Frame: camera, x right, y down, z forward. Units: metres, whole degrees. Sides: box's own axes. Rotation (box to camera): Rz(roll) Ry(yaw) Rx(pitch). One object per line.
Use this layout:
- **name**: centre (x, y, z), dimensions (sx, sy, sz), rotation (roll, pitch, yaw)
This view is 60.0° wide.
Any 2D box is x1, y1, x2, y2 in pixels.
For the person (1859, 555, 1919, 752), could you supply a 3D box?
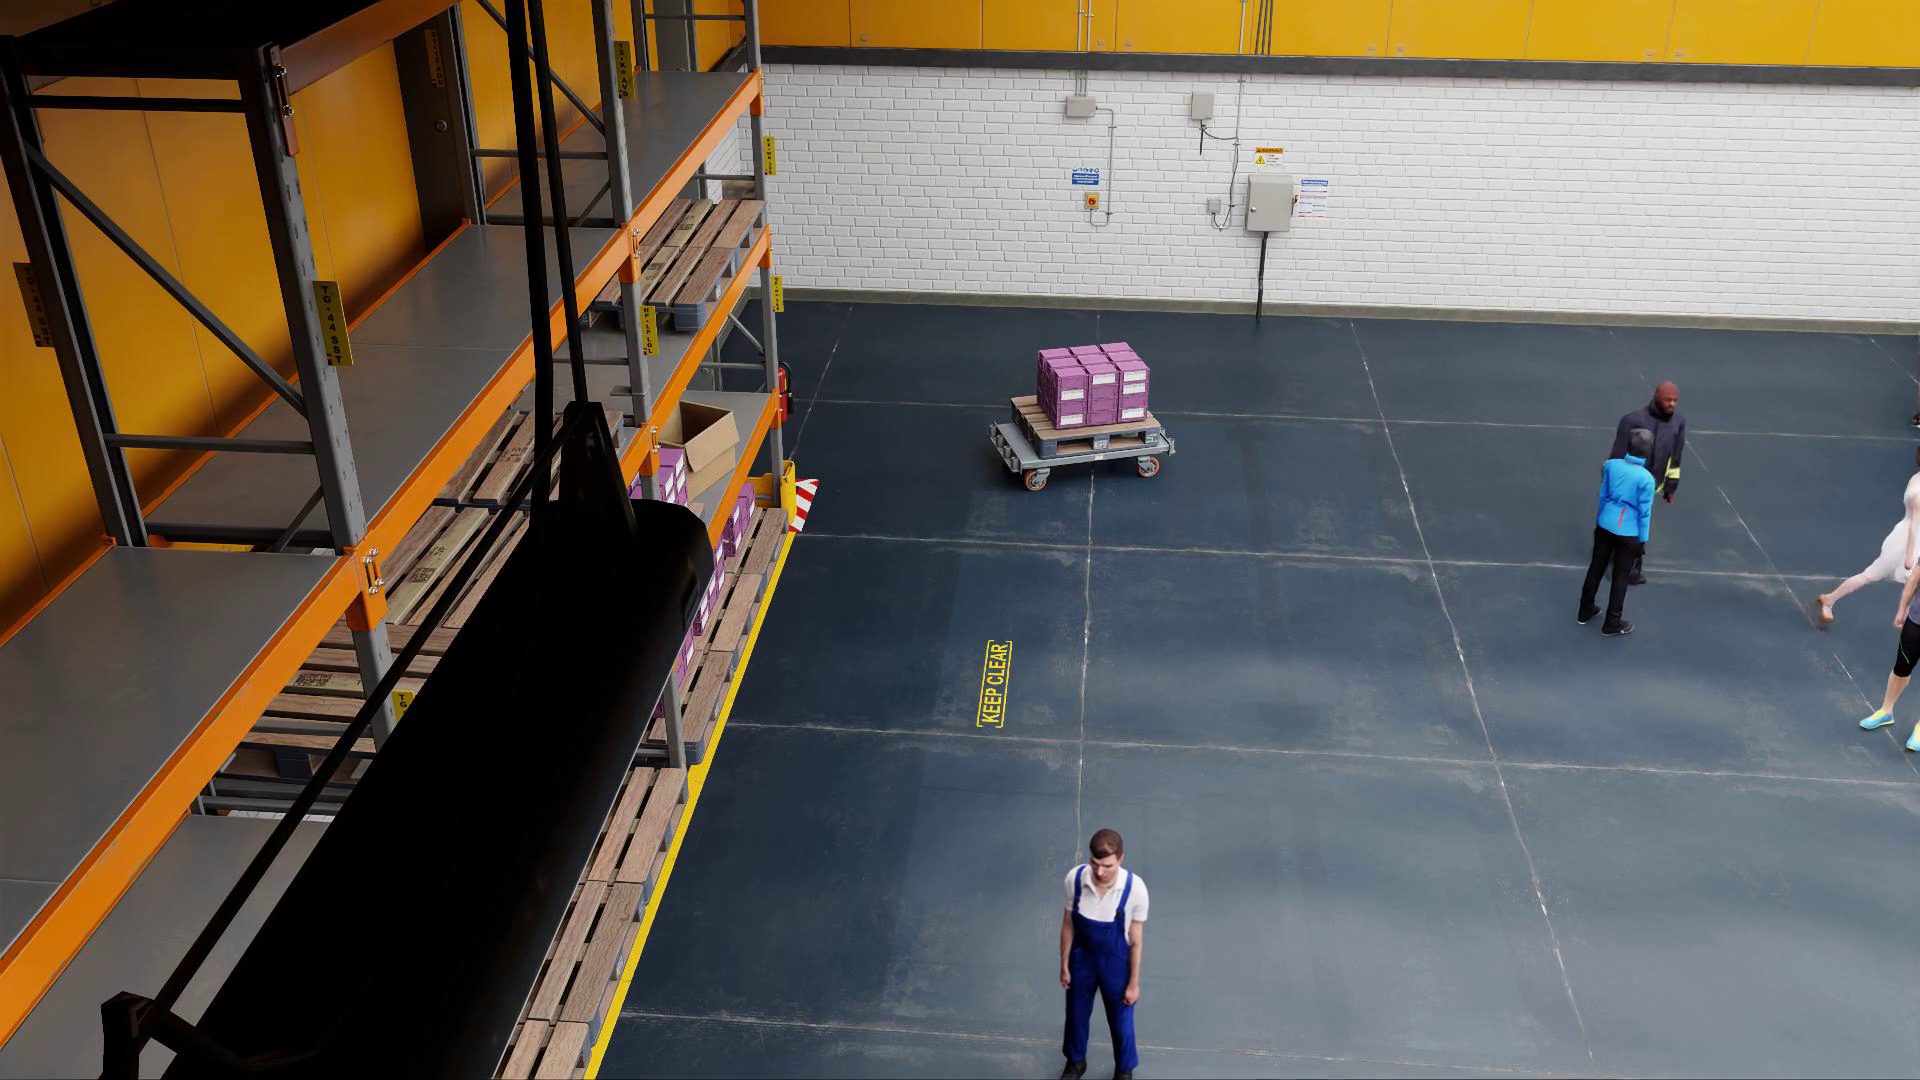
- **person**: centre (6.997, 0.616, 11.932), dimensions (0.802, 1.885, 0.732), rotation (-21, 35, -33)

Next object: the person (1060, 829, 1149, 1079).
- **person**: centre (0.771, 2.270, 8.945), dimensions (0.679, 1.842, 0.673), rotation (10, 30, 18)

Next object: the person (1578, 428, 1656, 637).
- **person**: centre (5.256, -0.077, 13.296), dimensions (0.758, 1.796, 0.679), rotation (-18, 33, -30)

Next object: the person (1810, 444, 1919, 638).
- **person**: centre (7.316, 0.041, 13.124), dimensions (1.030, 1.754, 1.123), rotation (20, 34, 32)

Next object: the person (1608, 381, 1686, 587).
- **person**: centre (5.757, -0.572, 14.215), dimensions (0.931, 1.785, 1.200), rotation (-4, 29, -7)
